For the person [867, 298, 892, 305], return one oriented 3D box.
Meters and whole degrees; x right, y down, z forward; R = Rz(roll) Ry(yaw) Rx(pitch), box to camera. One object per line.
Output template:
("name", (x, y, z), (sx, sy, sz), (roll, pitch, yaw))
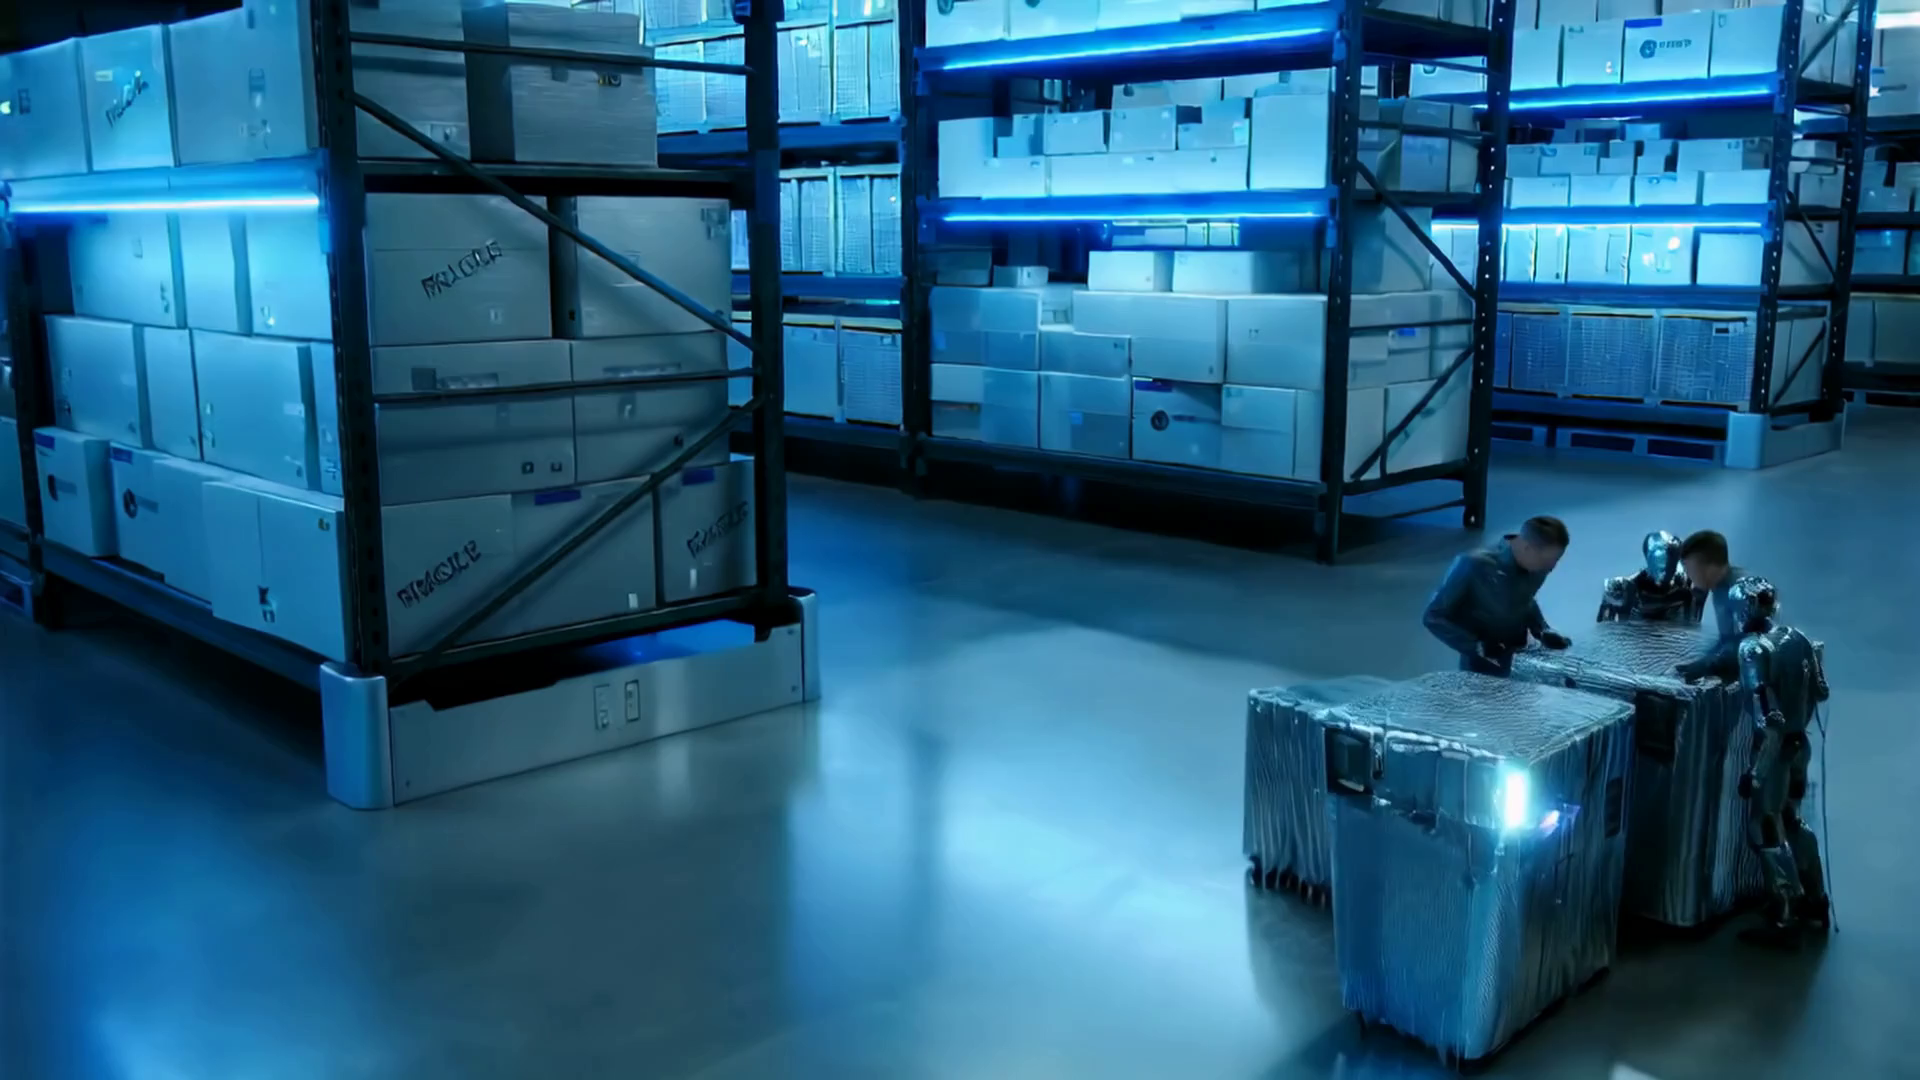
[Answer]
("person", (-1.062, -2.793, 21.653), (0.378, 1.938, 0.547), (4, 11, 20))
